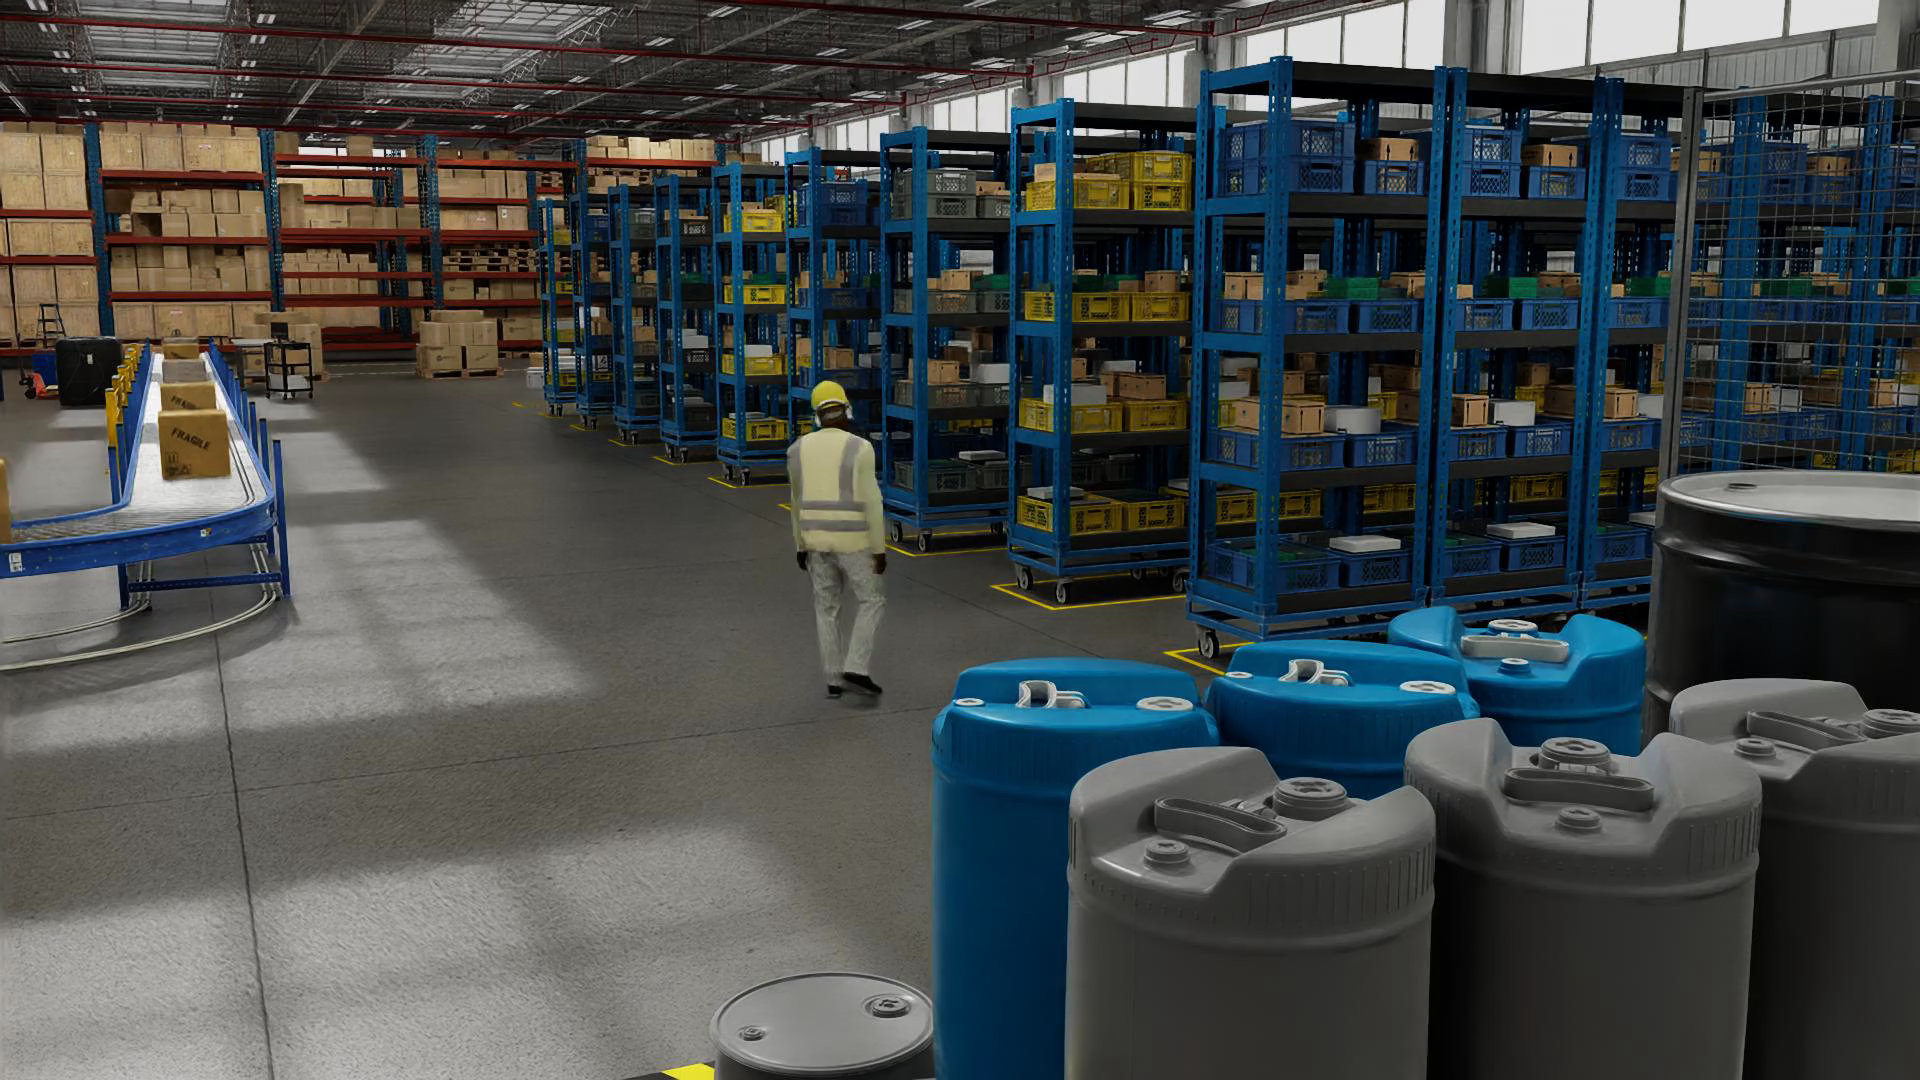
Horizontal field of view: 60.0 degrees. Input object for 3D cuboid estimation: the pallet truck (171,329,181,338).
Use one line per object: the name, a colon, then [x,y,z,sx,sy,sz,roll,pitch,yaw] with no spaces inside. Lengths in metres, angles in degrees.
pallet truck: [-17.275,-3.851,35.096,1.601,1.201,0.680,0,9,1]

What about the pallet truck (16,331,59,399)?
pallet truck: [-17.082,-3.353,31.781,1.630,1.274,0.653,-4,10,-25]

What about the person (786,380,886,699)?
person: [-0.692,0.009,9.391,0.635,1.800,0.470,5,10,27]
